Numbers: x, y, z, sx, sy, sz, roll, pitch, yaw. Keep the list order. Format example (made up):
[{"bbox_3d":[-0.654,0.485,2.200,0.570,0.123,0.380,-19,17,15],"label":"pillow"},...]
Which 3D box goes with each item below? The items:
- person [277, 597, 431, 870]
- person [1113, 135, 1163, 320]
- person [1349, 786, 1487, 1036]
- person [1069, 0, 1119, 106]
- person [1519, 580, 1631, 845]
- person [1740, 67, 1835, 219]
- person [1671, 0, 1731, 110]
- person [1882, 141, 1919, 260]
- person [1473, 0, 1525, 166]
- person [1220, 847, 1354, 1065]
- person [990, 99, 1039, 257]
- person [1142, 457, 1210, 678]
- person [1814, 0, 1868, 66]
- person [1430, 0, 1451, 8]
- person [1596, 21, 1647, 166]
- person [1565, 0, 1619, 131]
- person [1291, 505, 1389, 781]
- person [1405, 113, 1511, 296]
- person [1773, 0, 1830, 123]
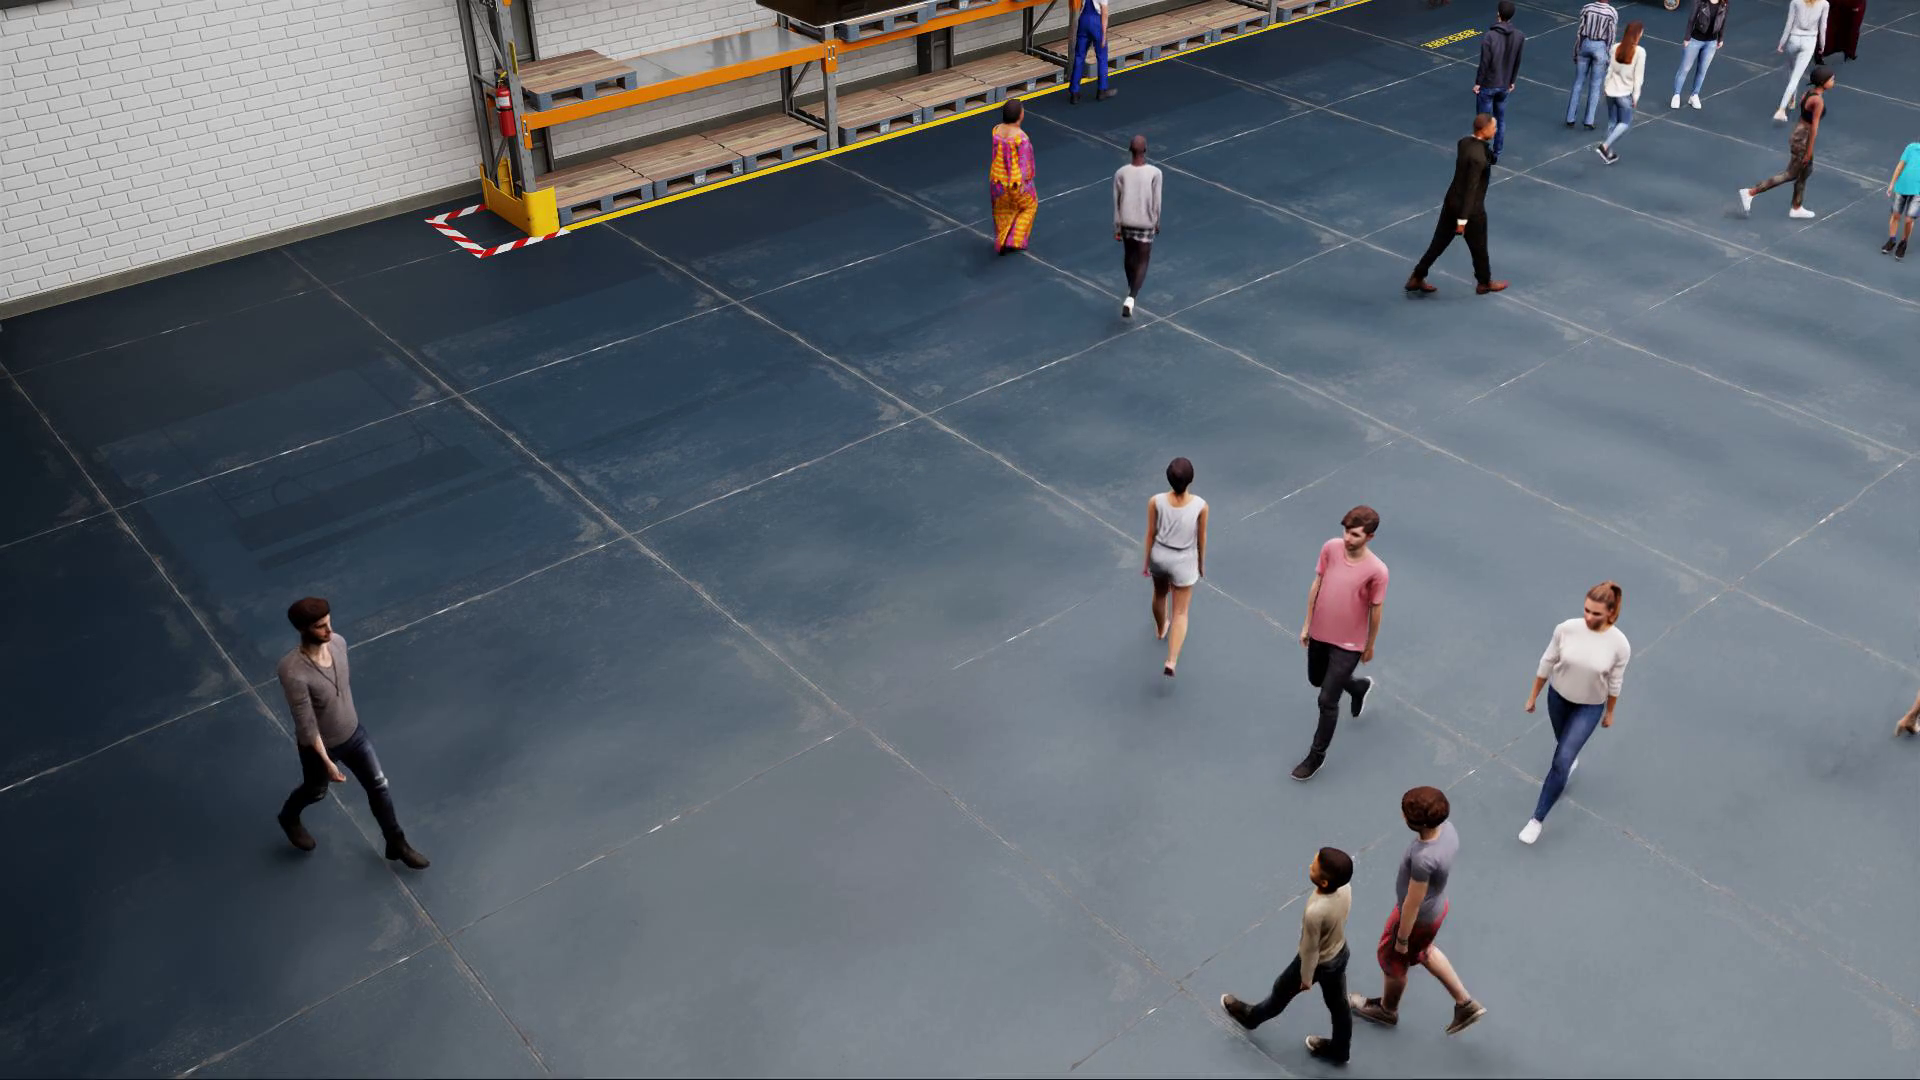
[{"bbox_3d":[-3.747,1.139,9.660,1.071,1.860,1.276,15,37,22],"label":"person"},{"bbox_3d":[1.687,-2.985,15.968,1.026,1.745,1.202,9,35,13],"label":"person"},{"bbox_3d":[2.462,1.961,8.629,0.844,1.632,0.941,18,38,25],"label":"person"},{"bbox_3d":[1.629,-6.469,21.139,0.730,1.824,0.947,21,39,28],"label":"person"},{"bbox_3d":[3.757,0.961,10.095,0.762,1.675,1.193,25,41,33],"label":"person"},{"bbox_3d":[9.001,-4.266,17.959,1.082,1.675,1.071,5,34,8],"label":"person"},{"bbox_3d":[9.394,-6.302,21.059,0.716,1.634,0.776,3,34,4],"label":"person"},{"bbox_3d":[9.916,-3.687,17.300,0.536,1.440,0.566,29,43,36],"label":"person"},{"bbox_3d":[6.212,-5.292,19.305,0.684,1.892,0.817,-7,34,-10],"label":"person"},{"bbox_3d":[1.908,2.164,8.502,0.698,1.435,0.901,26,41,33],"label":"person"},{"bbox_3d":[0.492,-3.727,17.164,0.695,1.658,0.767,26,41,33],"label":"person"},{"bbox_3d":[1.448,0.198,11.331,0.935,1.577,1.078,8,34,12],"label":"person"},{"bbox_3d":[11.839,-7.209,22.340,0.995,1.726,0.782,-18,38,-25],"label":"person"},{"bbox_3d":[7.252,-8.508,24.942,0.461,1.009,0.736,29,43,36],"label":"person"},{"bbox_3d":[7.625,-5.138,19.267,0.752,1.679,0.633,-22,39,-29],"label":"person"},{"bbox_3d":[7.734,-5.917,20.335,0.658,1.795,0.586,25,41,33],"label":"person"},{"bbox_3d":[2.432,0.575,10.440,1.090,1.935,0.660,-28,43,-35],"label":"person"},{"bbox_3d":[4.825,-3.229,16.237,1.351,1.854,1.126,-5,34,-7],"label":"person"},{"bbox_3d":[10.386,-6.042,20.578,0.921,1.733,1.297,21,39,29],"label":"person"}]
